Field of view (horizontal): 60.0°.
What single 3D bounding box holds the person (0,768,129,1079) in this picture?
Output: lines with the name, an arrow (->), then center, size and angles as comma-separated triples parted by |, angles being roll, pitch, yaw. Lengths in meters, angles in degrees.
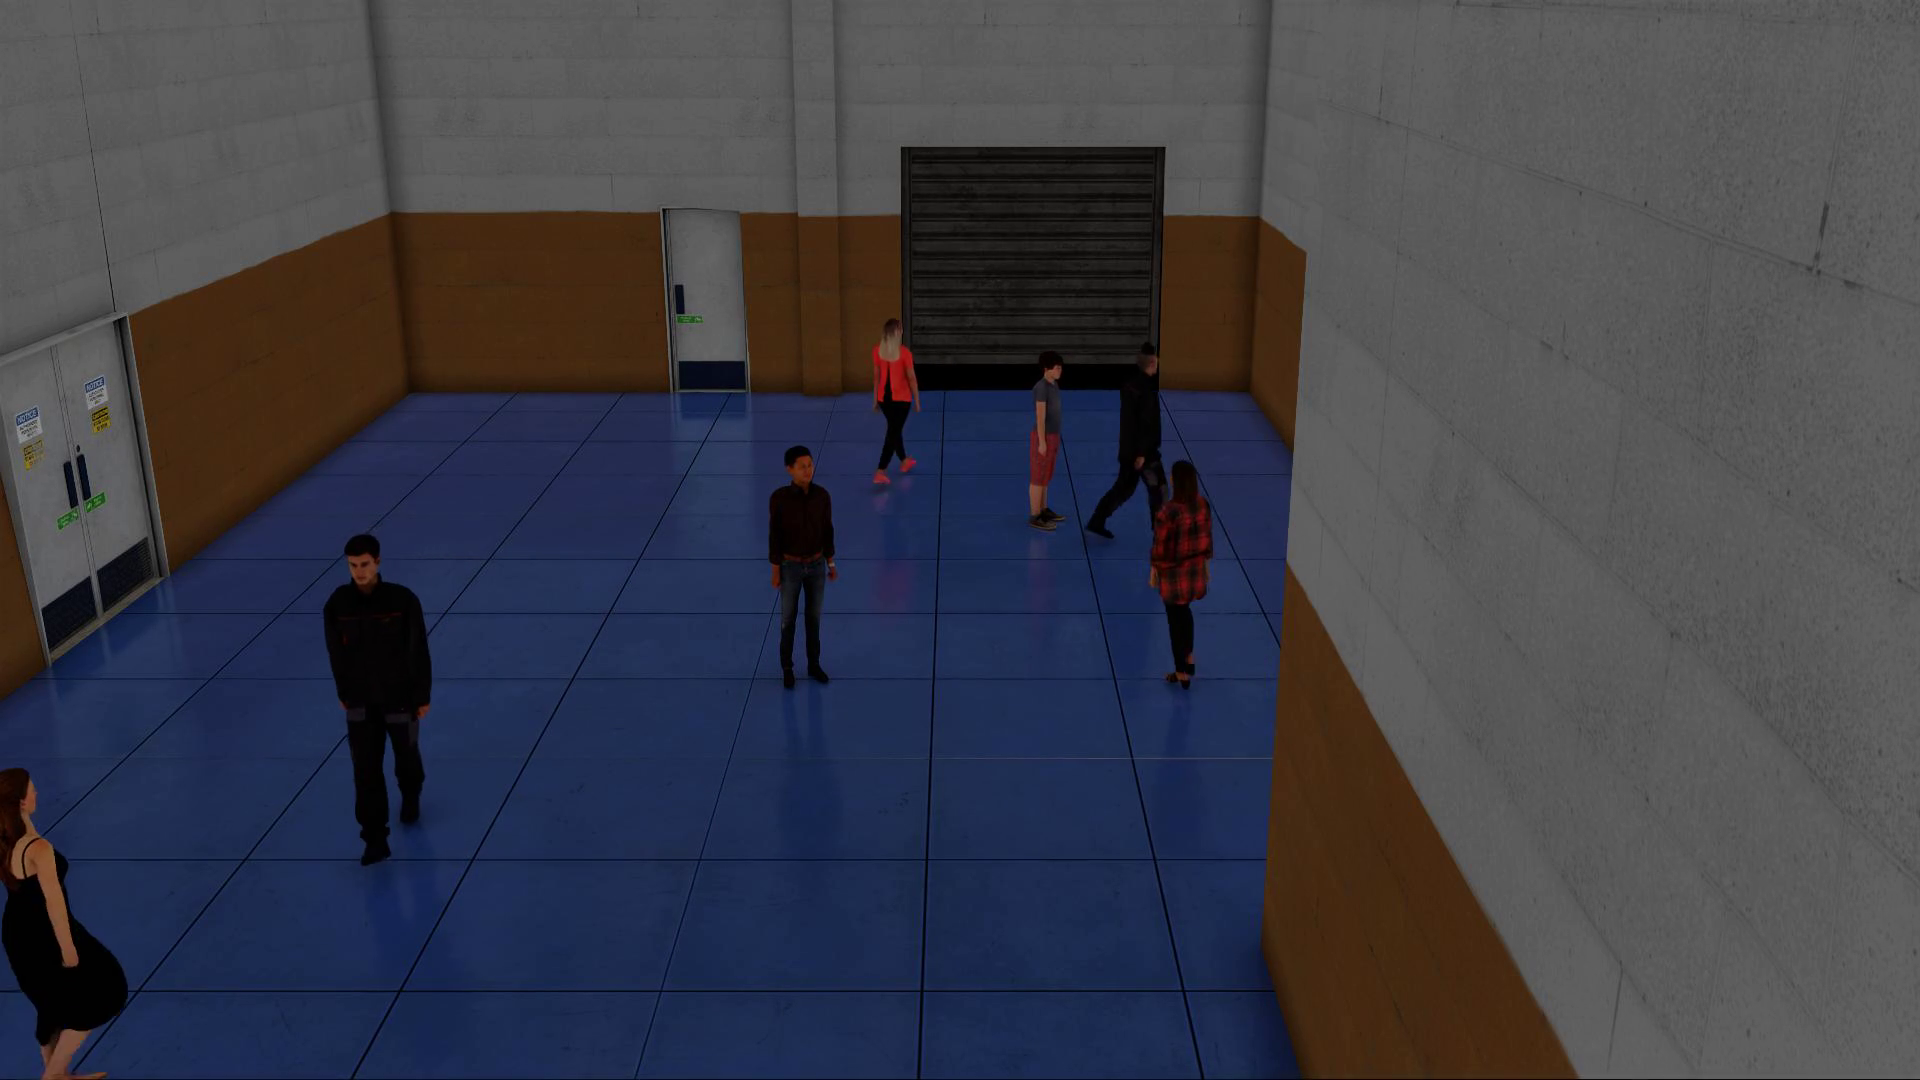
person -> -4.169, 1.812, 7.394 | 0.731, 1.609, 0.795 | 13, 23, 34

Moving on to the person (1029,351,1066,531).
person -> 0.792, -0.952, 15.506 | 0.656, 1.650, 0.660 | 8, 20, 21

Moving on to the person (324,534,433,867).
person -> -3.363, 0.866, 9.761 | 1.200, 1.889, 0.922 | -3, 19, -9

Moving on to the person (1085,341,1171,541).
person -> 1.519, -0.845, 14.872 | 1.192, 1.842, 0.951 | -5, 19, -15

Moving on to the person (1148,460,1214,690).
person -> 1.625, 0.275, 11.821 | 0.719, 1.693, 0.808 | -10, 21, -28

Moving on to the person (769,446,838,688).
person -> -1.145, 0.178, 11.968 | 0.607, 1.782, 0.775 | -8, 20, -22

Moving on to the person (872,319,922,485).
person -> -0.703, -1.348, 16.701 | 1.181, 1.650, 1.046 | 10, 21, 26
